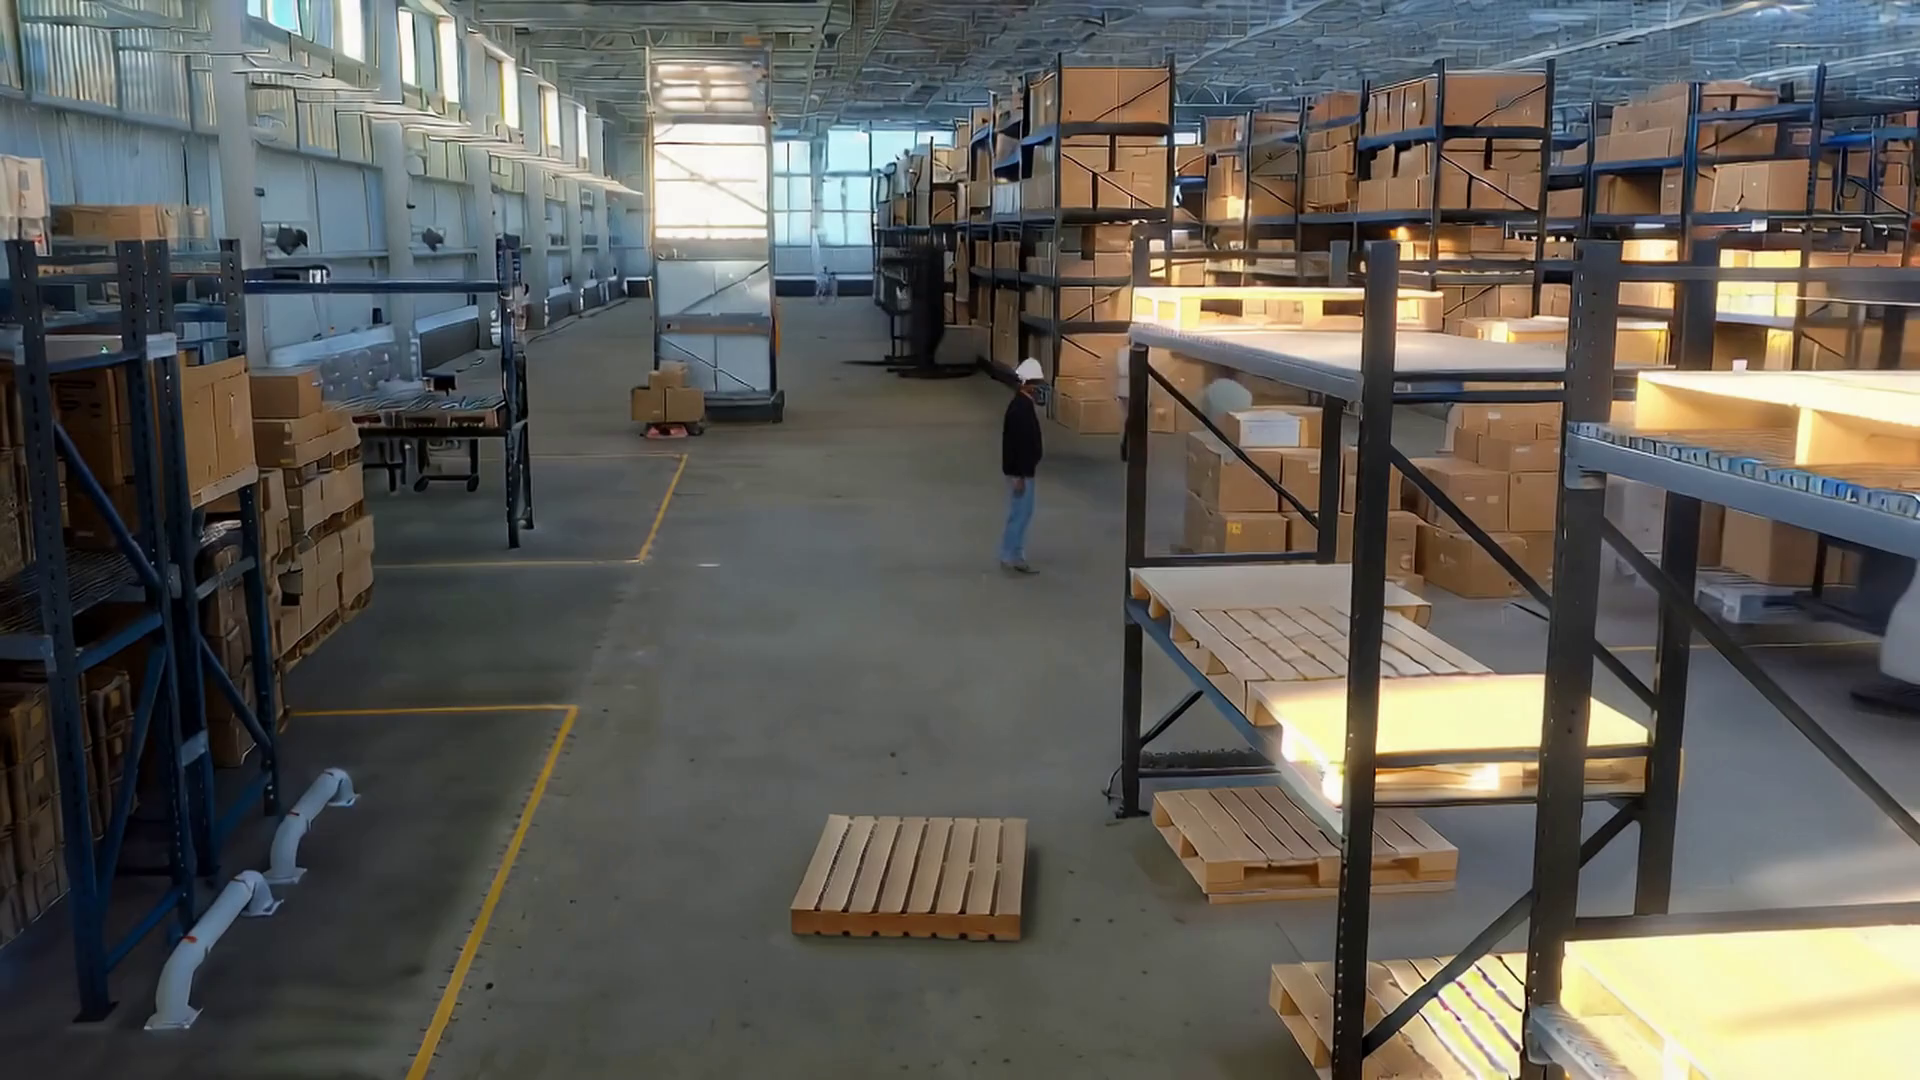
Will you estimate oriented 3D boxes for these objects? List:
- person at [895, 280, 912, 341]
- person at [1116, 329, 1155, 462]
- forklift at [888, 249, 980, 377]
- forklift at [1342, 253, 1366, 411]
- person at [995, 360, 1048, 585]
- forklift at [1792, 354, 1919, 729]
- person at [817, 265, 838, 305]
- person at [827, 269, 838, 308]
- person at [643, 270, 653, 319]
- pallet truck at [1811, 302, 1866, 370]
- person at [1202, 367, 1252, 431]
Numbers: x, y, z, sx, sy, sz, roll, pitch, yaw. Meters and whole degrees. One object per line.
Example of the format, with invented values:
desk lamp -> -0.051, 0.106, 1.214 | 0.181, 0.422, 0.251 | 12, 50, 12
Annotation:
person -> -1.665, -6.950, 50.388 | 0.587, 1.823, 0.671 | 0, 10, -2
person -> 2.412, -2.026, 22.834 | 0.548, 1.920, 0.560 | -7, 12, -33
forklift -> -0.581, -5.060, 36.972 | 1.873, 2.768, 1.129 | -3, 11, -15
forklift -> 6.541, -3.242, 26.897 | 1.129, 2.768, 1.873 | -1, 10, -6
person -> 0.530, -0.606, 14.835 | 0.502, 1.971, 0.708 | 1, 10, 4
forklift -> 6.352, -0.243, 10.279 | 1.129, 2.768, 1.873 | -1, 10, -6
person -> -6.273, -12.001, 78.207 | 1.007, 1.889, 0.564 | -1, 10, -8
person -> -5.691, -11.183, 74.067 | 0.506, 1.728, 0.368 | 2, 10, 8
person -> -12.007, -9.527, 64.460 | 0.398, 1.897, 0.648 | 9, 14, 41
pallet truck -> 15.846, -3.142, 28.793 | 1.885, 1.965, 0.823 | 2, 10, 12
person -> 2.685, -0.896, 16.561 | 0.433, 1.920, 0.656 | -5, 11, -25
